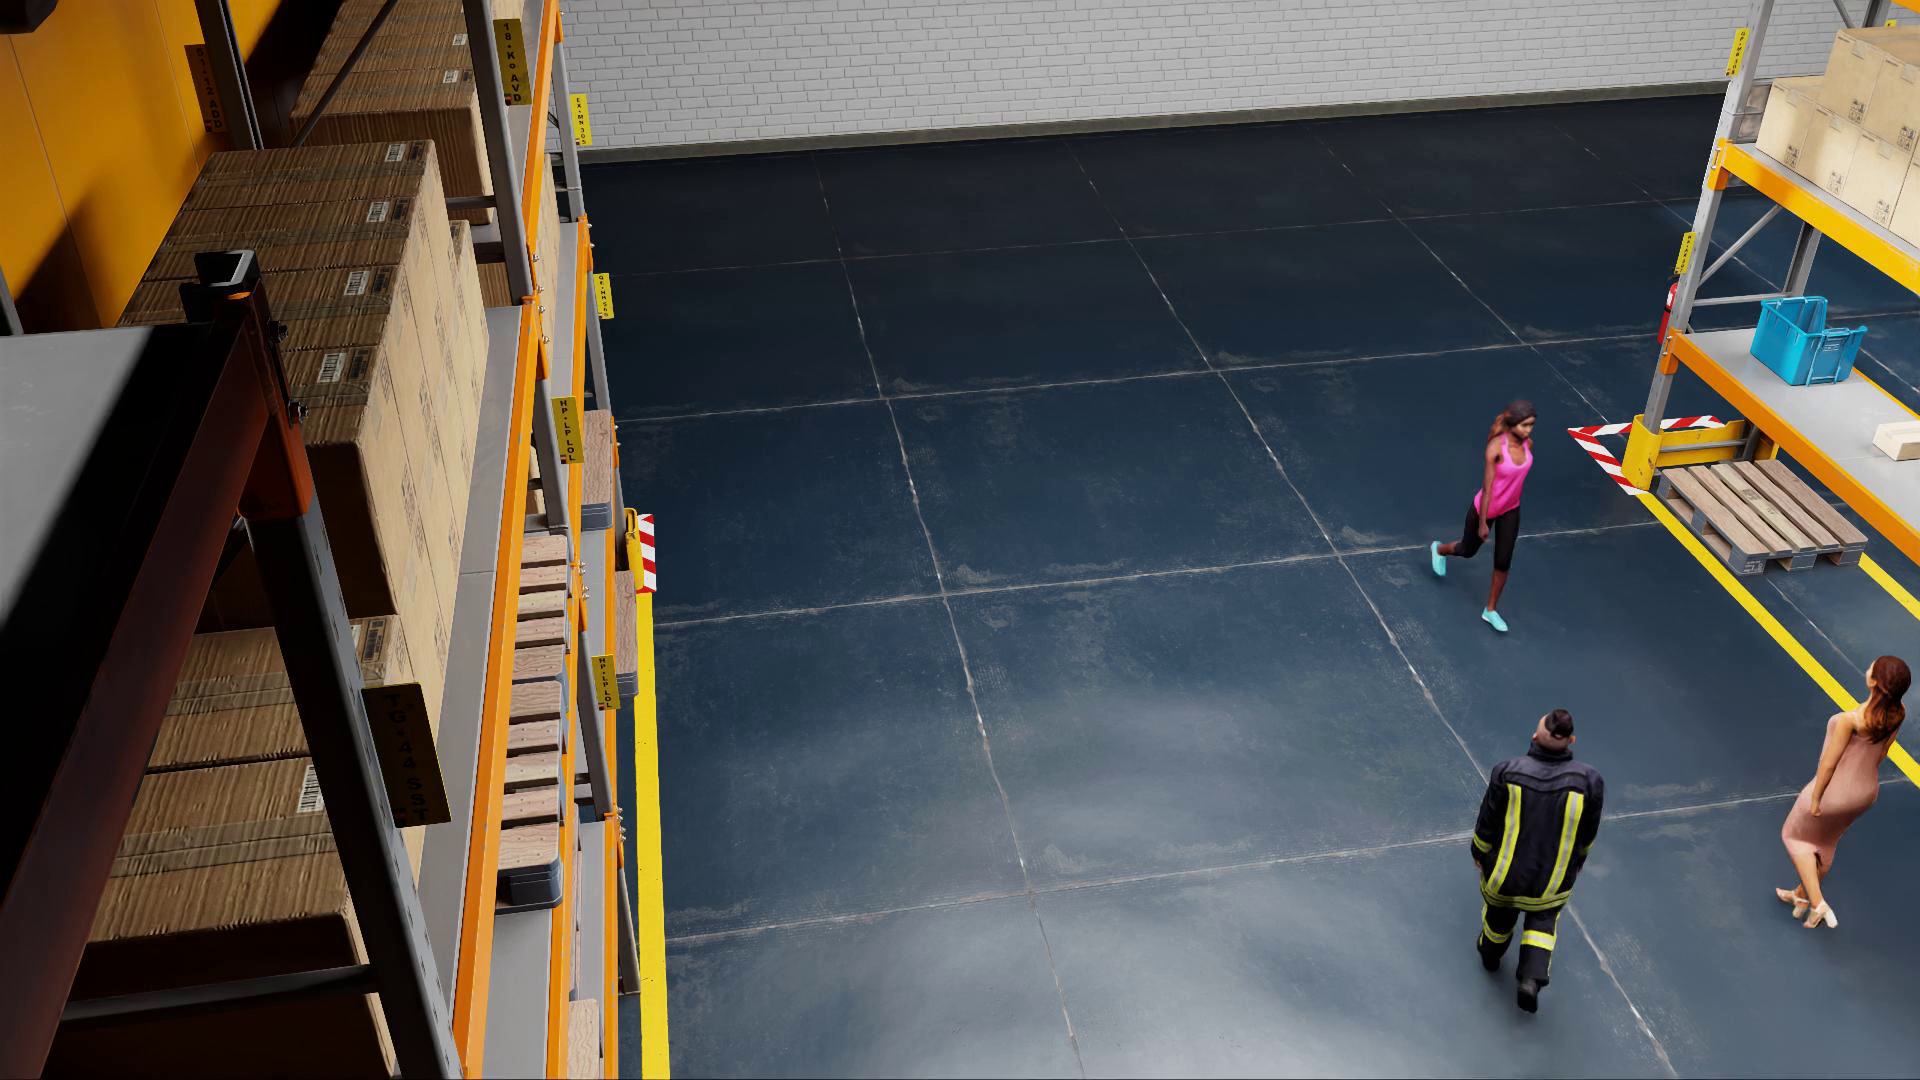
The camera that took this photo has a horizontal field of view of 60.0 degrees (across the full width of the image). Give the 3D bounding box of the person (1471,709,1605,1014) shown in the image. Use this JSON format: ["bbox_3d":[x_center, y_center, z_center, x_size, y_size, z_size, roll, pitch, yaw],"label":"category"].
[{"bbox_3d":[2.937,1.646,8.513,0.959,1.842,1.059,9,35,13],"label":"person"}]

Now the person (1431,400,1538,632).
[{"bbox_3d":[3.631,-0.239,11.483,0.588,1.694,1.088,-9,35,-13],"label":"person"}]

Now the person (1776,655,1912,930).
[{"bbox_3d":[4.761,1.408,8.893,0.579,1.820,0.712,-6,34,-9],"label":"person"}]
